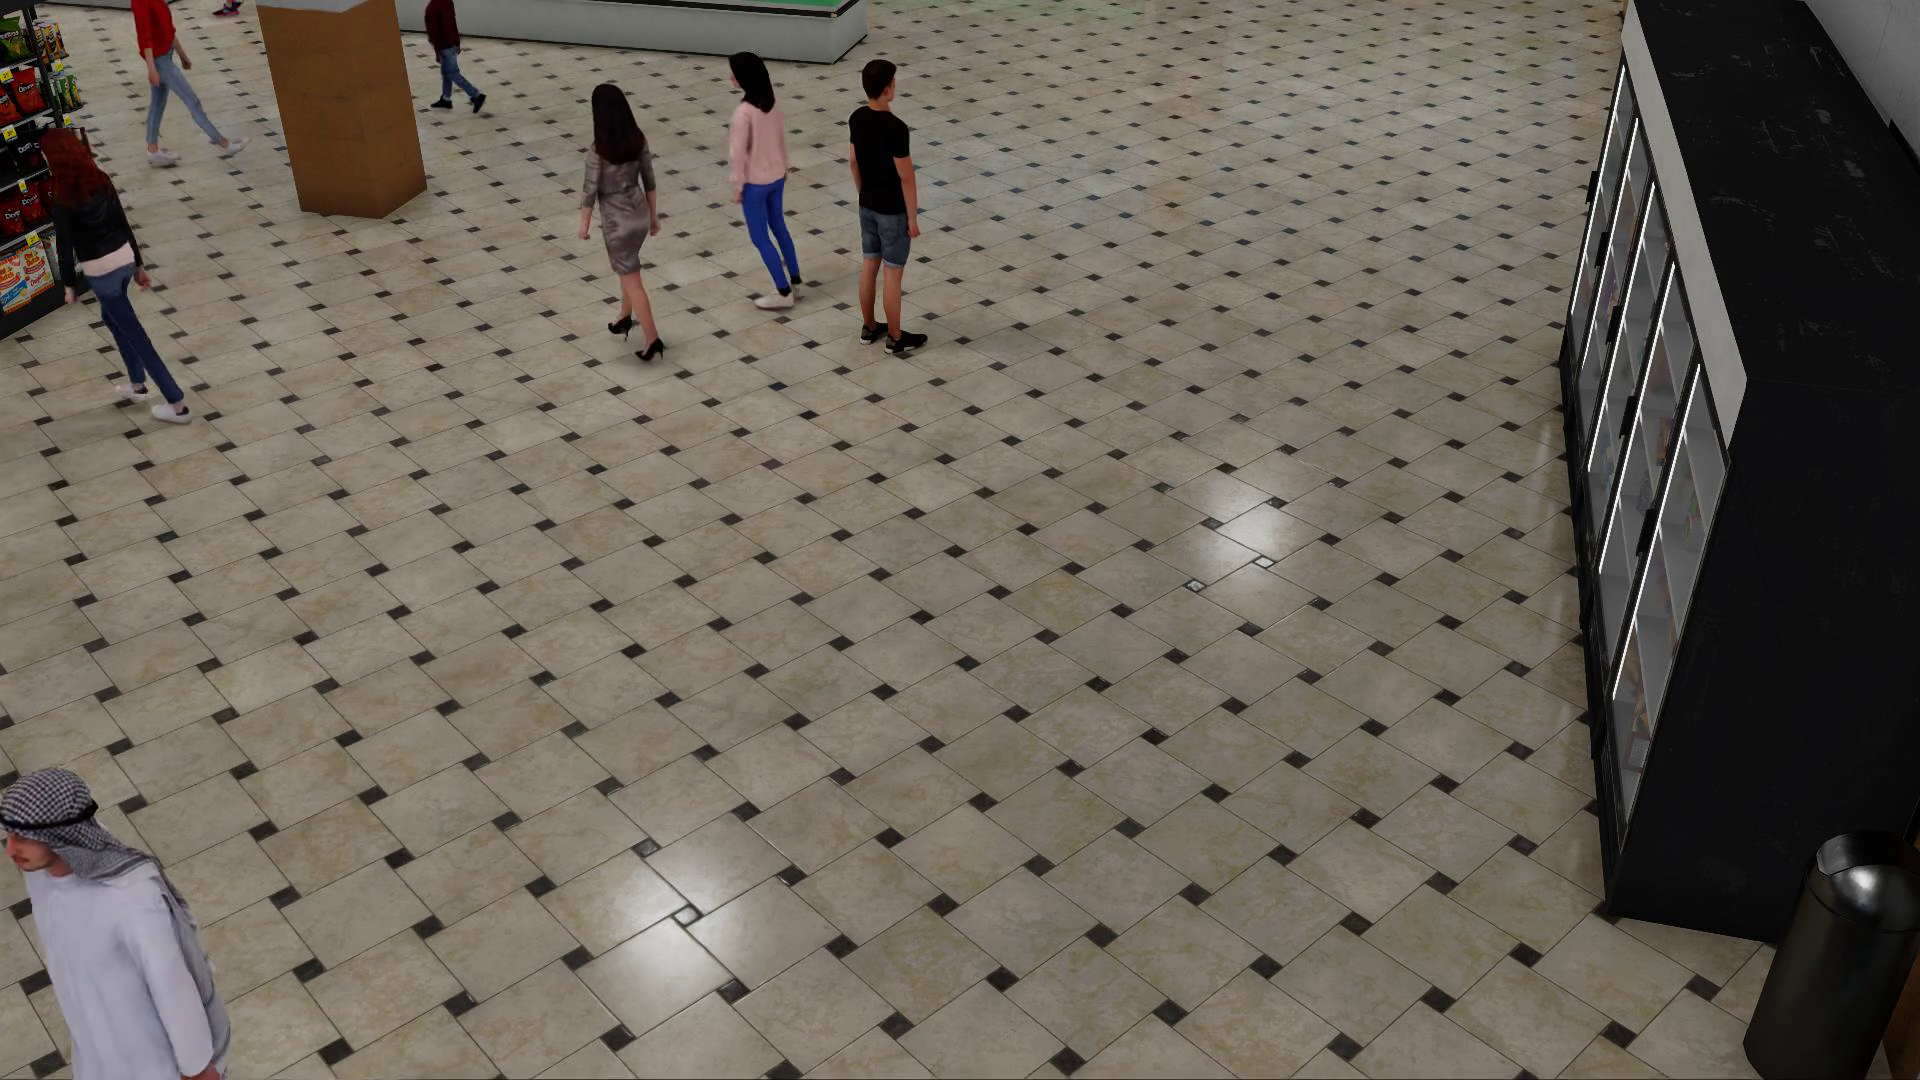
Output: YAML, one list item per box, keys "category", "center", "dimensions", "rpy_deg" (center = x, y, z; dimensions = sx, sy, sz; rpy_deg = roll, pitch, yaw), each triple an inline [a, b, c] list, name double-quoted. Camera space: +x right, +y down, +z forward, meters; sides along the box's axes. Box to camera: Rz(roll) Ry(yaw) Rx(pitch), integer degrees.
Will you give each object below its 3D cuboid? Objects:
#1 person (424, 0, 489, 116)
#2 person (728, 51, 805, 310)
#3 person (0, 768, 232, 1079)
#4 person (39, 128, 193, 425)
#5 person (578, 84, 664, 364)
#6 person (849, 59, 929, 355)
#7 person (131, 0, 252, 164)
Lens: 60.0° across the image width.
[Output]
- category: "person"
  center: [-4.445, -4.340, 14.563]
  dimensions: [0.837, 1.238, 0.528]
  rpy_deg: [6, 32, 9]
- category: "person"
  center: [-1.254, -2.324, 10.853]
  dimensions: [0.716, 1.735, 0.854]
  rpy_deg: [27, 41, 37]
- category: "person"
  center: [-2.268, 1.361, 4.767]
  dimensions: [0.906, 1.908, 0.891]
  rpy_deg: [18, 36, 27]
- category: "person"
  center: [-4.717, -1.444, 9.409]
  dimensions: [0.848, 1.765, 0.592]
  rpy_deg: [11, 34, 17]
- category: "person"
  center: [-1.987, -1.877, 10.146]
  dimensions: [0.939, 1.722, 0.781]
  rpy_deg: [21, 38, 30]
- category: "person"
  center: [-0.482, -2.064, 10.328]
  dimensions: [0.667, 1.847, 0.800]
  rpy_deg: [26, 40, 36]
- category: "person"
  center: [-6.463, -3.801, 13.293]
  dimensions: [1.169, 1.664, 0.946]
  rpy_deg: [-6, 32, -10]
